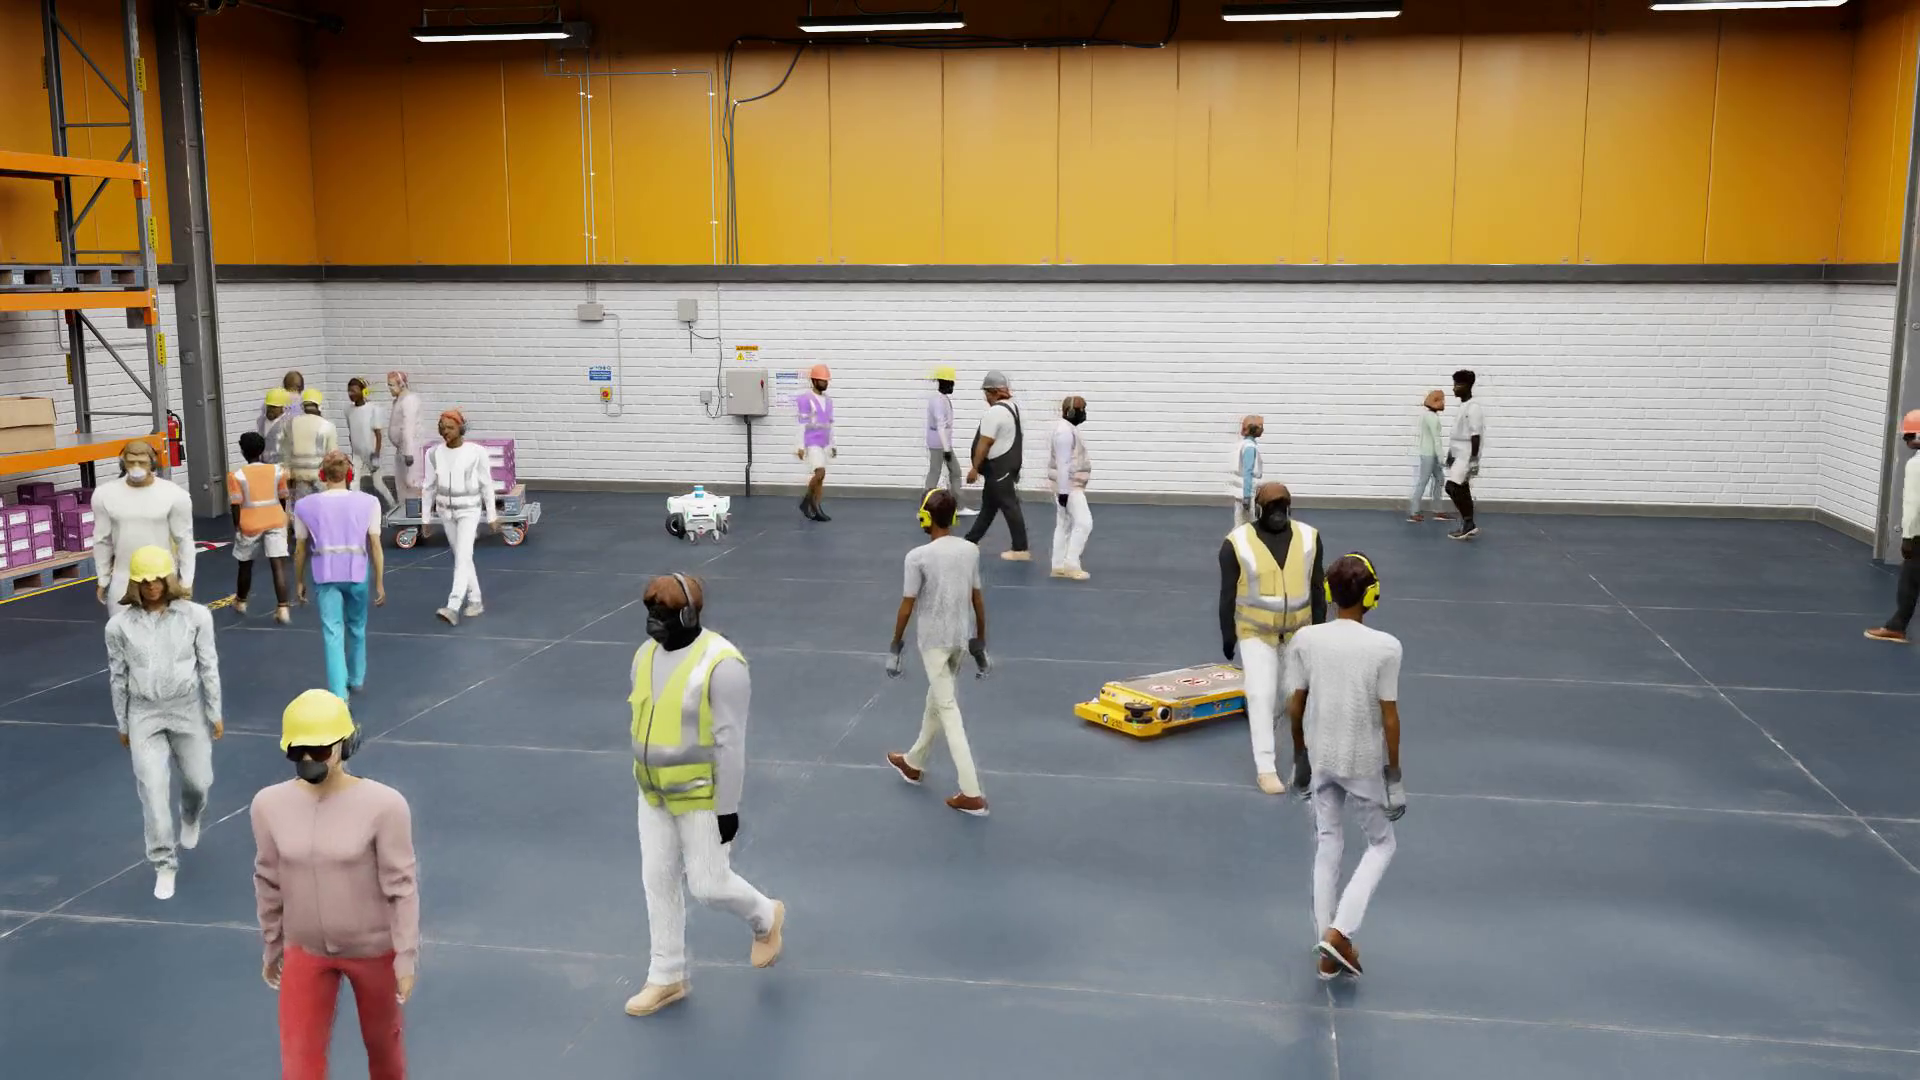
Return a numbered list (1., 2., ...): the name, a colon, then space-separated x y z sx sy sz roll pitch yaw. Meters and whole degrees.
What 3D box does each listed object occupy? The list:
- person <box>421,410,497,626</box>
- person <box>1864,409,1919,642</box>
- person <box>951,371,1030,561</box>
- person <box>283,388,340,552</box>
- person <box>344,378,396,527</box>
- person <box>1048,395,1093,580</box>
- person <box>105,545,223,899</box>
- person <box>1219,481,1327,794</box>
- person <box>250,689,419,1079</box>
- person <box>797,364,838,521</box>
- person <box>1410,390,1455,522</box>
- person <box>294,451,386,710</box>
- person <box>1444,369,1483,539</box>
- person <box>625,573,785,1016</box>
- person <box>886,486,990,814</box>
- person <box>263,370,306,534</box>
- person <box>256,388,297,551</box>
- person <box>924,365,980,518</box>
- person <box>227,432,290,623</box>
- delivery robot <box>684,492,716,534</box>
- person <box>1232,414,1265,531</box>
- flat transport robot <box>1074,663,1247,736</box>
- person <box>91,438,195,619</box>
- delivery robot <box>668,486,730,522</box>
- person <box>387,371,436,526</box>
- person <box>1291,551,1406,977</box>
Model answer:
1. person: -4.378 -0.188 14.347 0.607 1.836 0.970 2 9 11
2. person: 7.819 -0.065 13.297 0.660 1.950 0.936 -7 11 -36
3. person: 0.317 -0.809 17.590 1.005 2.000 0.699 3 10 19
4. person: -6.865 -0.696 17.614 0.622 1.812 0.568 0 9 3
5. person: -6.917 -0.994 19.449 0.519 1.825 0.977 2 9 14
6. person: 1.140 -0.508 16.384 0.559 1.823 0.661 1 9 7
7. person: -3.946 0.853 8.273 0.492 1.725 0.663 -5 10 -27
8. person: 1.856 0.534 9.958 0.627 1.820 0.821 -1 9 -9
9. person: -1.998 1.329 5.278 0.547 1.717 0.877 0 9 -2
10. person: -1.710 -1.172 20.197 0.407 1.921 0.584 6 11 35
11. person: 5.791 -1.007 20.141 0.679 1.601 0.518 1 9 7
12. person: -4.328 0.277 11.614 0.583 1.801 0.960 -4 10 -21
13. person: 5.693 -0.959 18.821 0.454 1.949 0.620 1 9 7
14. person: -1.077 1.021 6.891 0.631 1.828 0.666 7 12 37
15. person: -0.159 0.602 9.510 0.551 1.817 0.961 -8 12 -40
16. person: -7.588 -0.968 18.950 0.672 1.918 0.433 0 9 2
17. person: -7.392 -0.774 18.126 0.608 1.793 0.520 5 10 28
18. person: -0.105 -1.174 20.280 0.820 1.895 0.625 1 9 9
19. person: -6.124 -0.121 14.515 0.542 1.650 0.878 -8 12 -40
20. delivery robot: -2.929 -0.294 18.700 0.477 0.478 0.707 -2 9 -11
21. person: 2.949 -0.444 16.585 0.524 1.617 0.545 0 9 3
22. flat transport robot: 1.543 1.074 11.383 1.431 0.197 0.652 -6 11 -35
23. person: -5.537 0.259 11.329 0.646 1.920 0.482 -2 9 -12
24. delivery robot: -3.021 -0.388 19.283 0.707 0.478 0.477 -1 9 -4
25. person: -6.482 -1.084 19.831 0.751 1.874 0.659 -4 10 -25
26. person: 1.664 0.971 7.107 0.556 1.856 0.405 7 12 38
